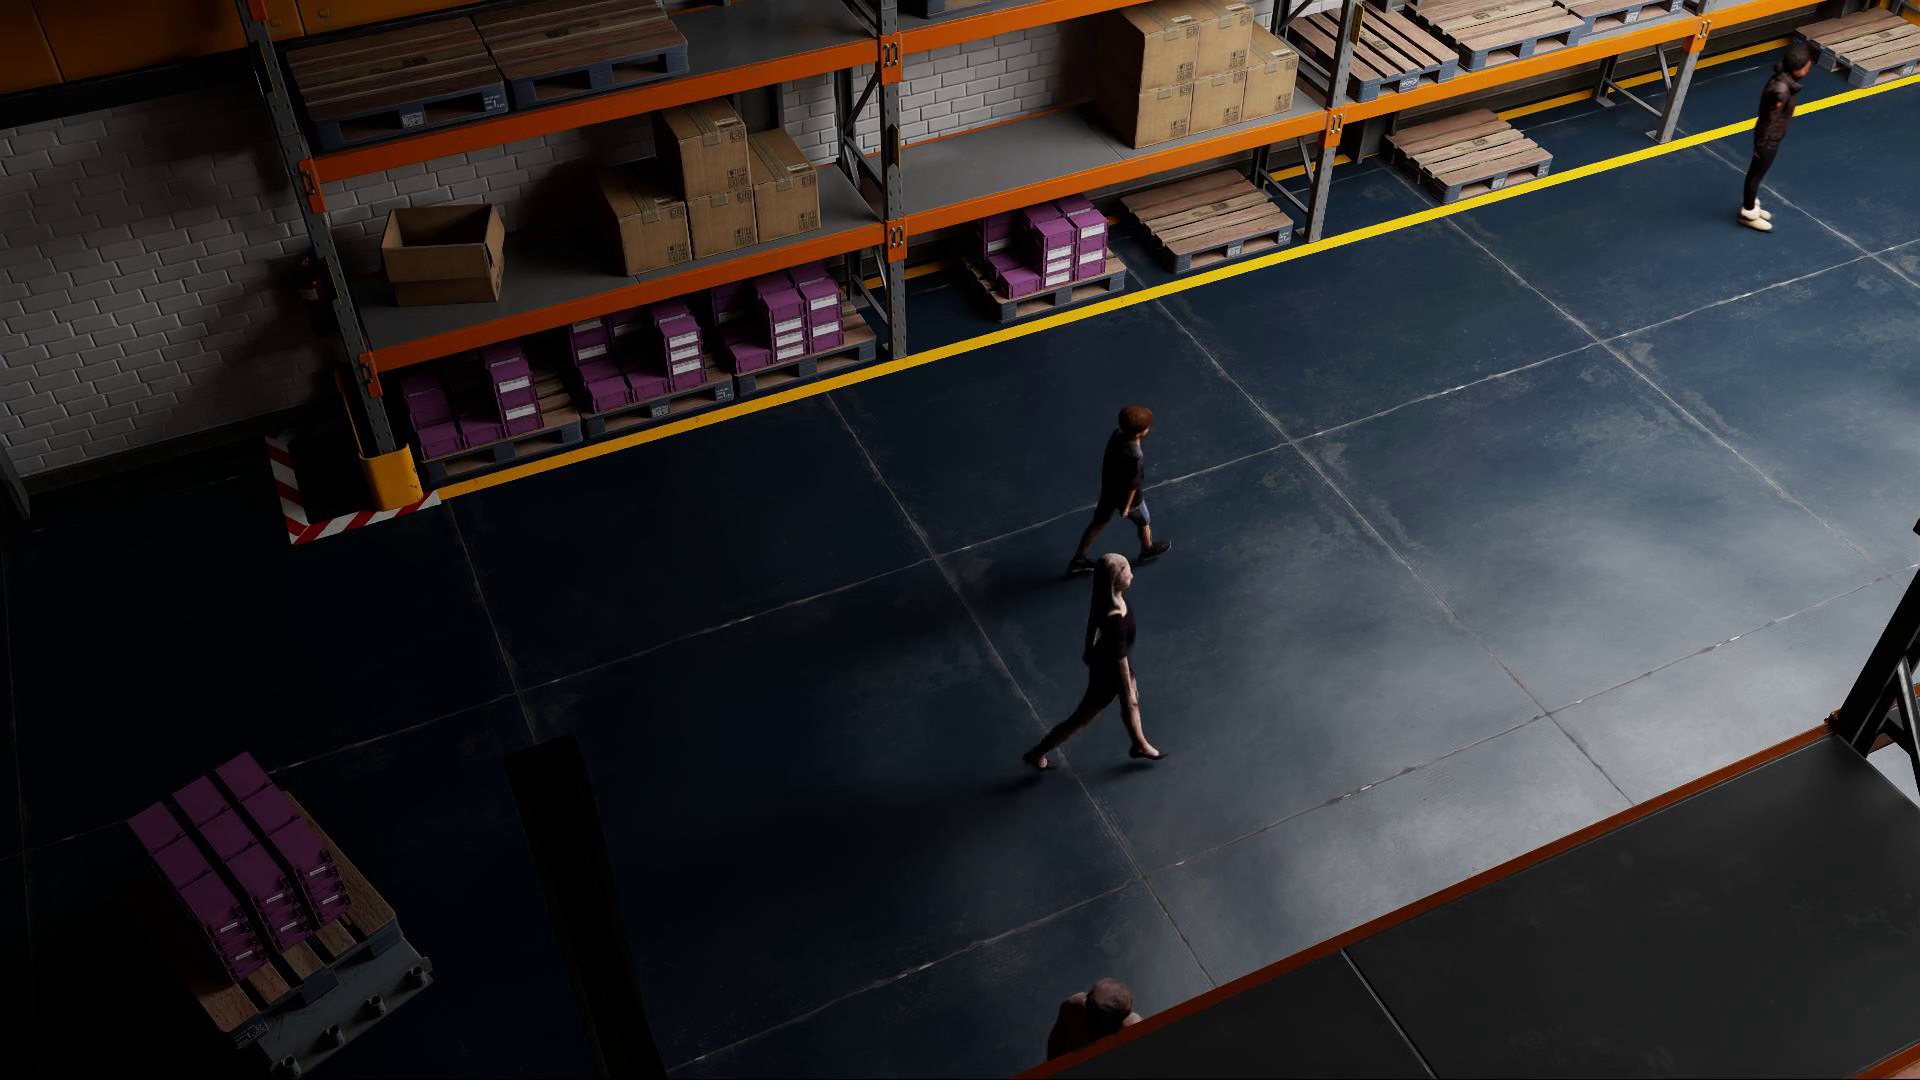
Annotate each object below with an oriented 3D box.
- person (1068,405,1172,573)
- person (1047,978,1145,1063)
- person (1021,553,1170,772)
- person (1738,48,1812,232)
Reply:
[{"bbox_3d":[1.033,-0.310,11.249,0.987,1.406,0.549,-19,47,-19],"label":"person"},{"bbox_3d":[0.651,2.589,7.873,0.778,1.866,0.806,21,48,21],"label":"person"},{"bbox_3d":[0.774,0.803,9.805,1.236,1.786,0.853,-5,44,-5],"label":"person"},{"bbox_3d":[6.995,-3.484,14.396,0.753,1.660,0.809,-11,45,-11],"label":"person"}]
